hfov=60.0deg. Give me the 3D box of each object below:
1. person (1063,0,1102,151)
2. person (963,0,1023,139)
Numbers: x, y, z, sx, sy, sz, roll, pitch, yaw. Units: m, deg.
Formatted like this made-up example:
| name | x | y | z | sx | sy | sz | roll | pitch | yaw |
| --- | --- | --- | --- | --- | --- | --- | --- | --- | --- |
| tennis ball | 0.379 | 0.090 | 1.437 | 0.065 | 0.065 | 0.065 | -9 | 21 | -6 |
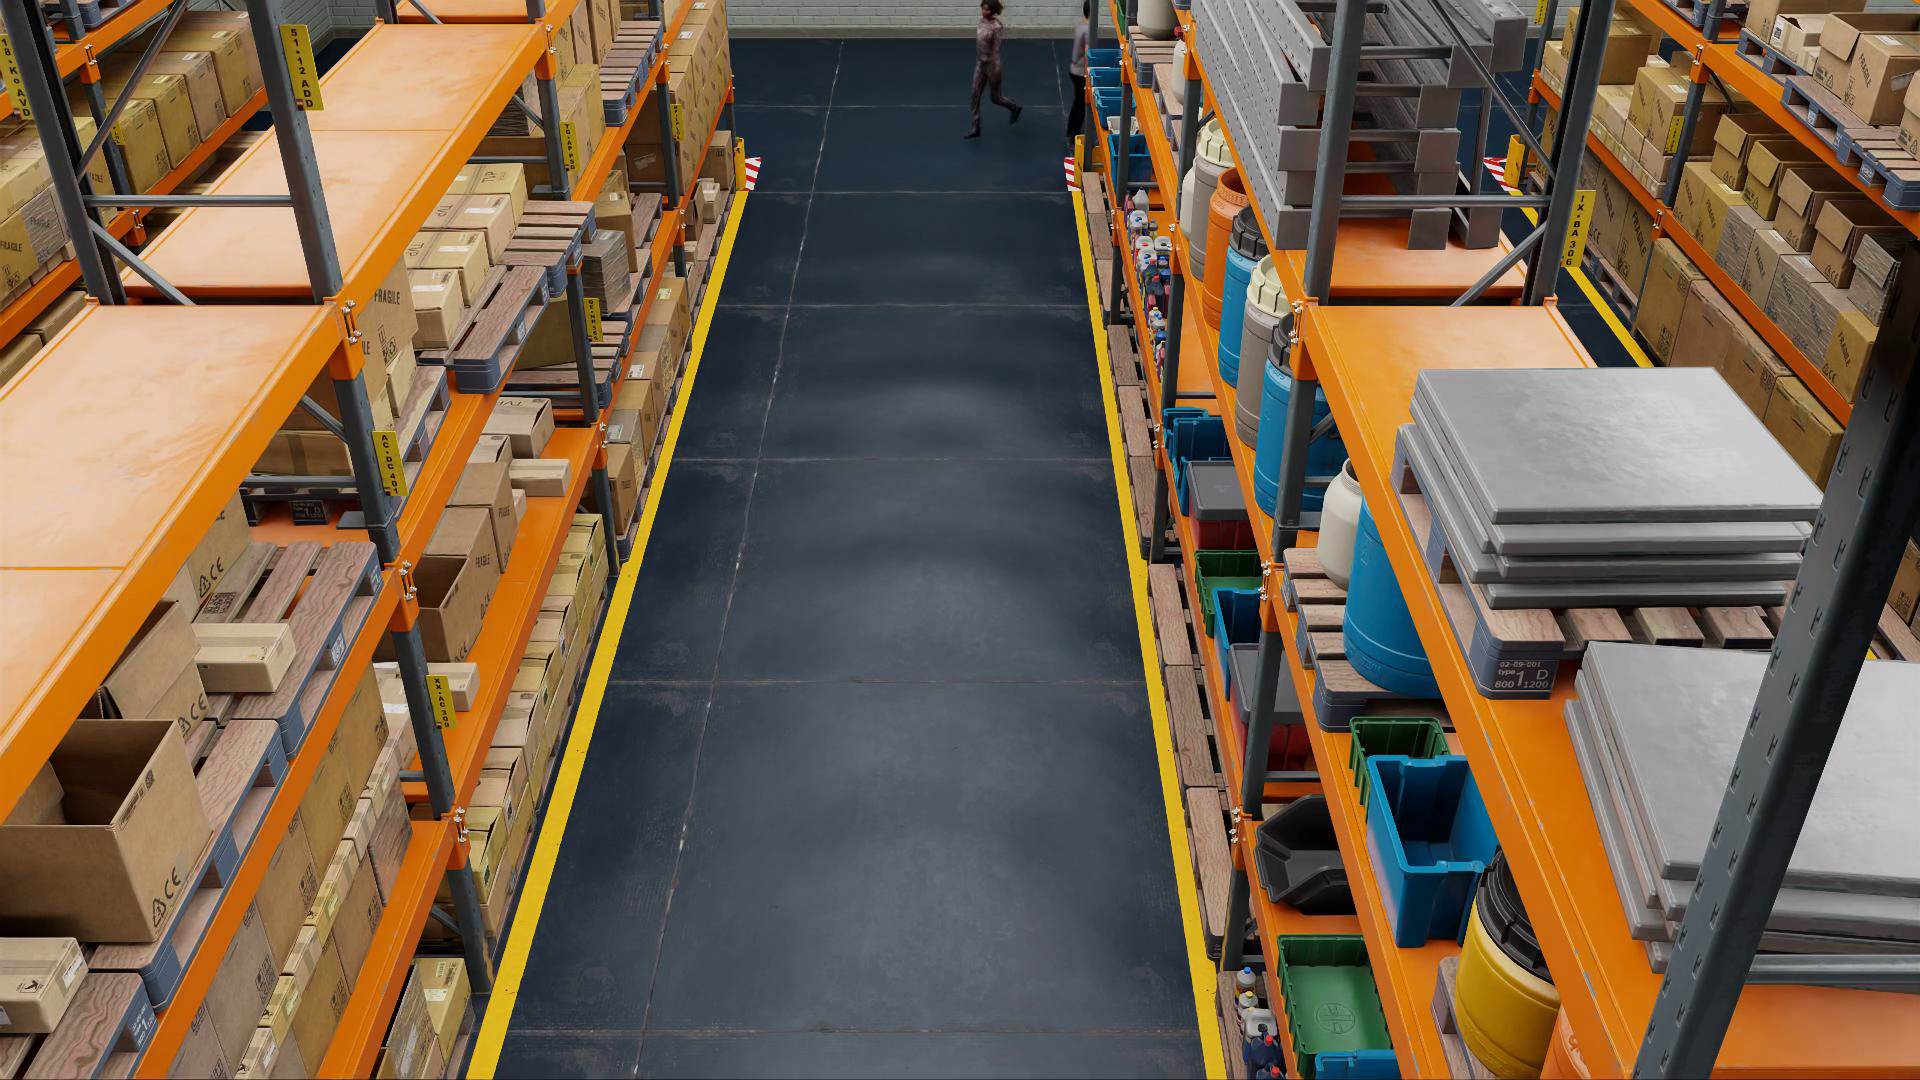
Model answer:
| name | x | y | z | sx | sy | sz | roll | pitch | yaw |
| --- | --- | --- | --- | --- | --- | --- | --- | --- | --- |
| person | 1.420 | -5.494 | 19.641 | 0.733 | 1.739 | 0.598 | -7 | 34 | -11 |
| person | 0.415 | -5.651 | 19.923 | 1.046 | 1.693 | 1.059 | -21 | 39 | -29 |
